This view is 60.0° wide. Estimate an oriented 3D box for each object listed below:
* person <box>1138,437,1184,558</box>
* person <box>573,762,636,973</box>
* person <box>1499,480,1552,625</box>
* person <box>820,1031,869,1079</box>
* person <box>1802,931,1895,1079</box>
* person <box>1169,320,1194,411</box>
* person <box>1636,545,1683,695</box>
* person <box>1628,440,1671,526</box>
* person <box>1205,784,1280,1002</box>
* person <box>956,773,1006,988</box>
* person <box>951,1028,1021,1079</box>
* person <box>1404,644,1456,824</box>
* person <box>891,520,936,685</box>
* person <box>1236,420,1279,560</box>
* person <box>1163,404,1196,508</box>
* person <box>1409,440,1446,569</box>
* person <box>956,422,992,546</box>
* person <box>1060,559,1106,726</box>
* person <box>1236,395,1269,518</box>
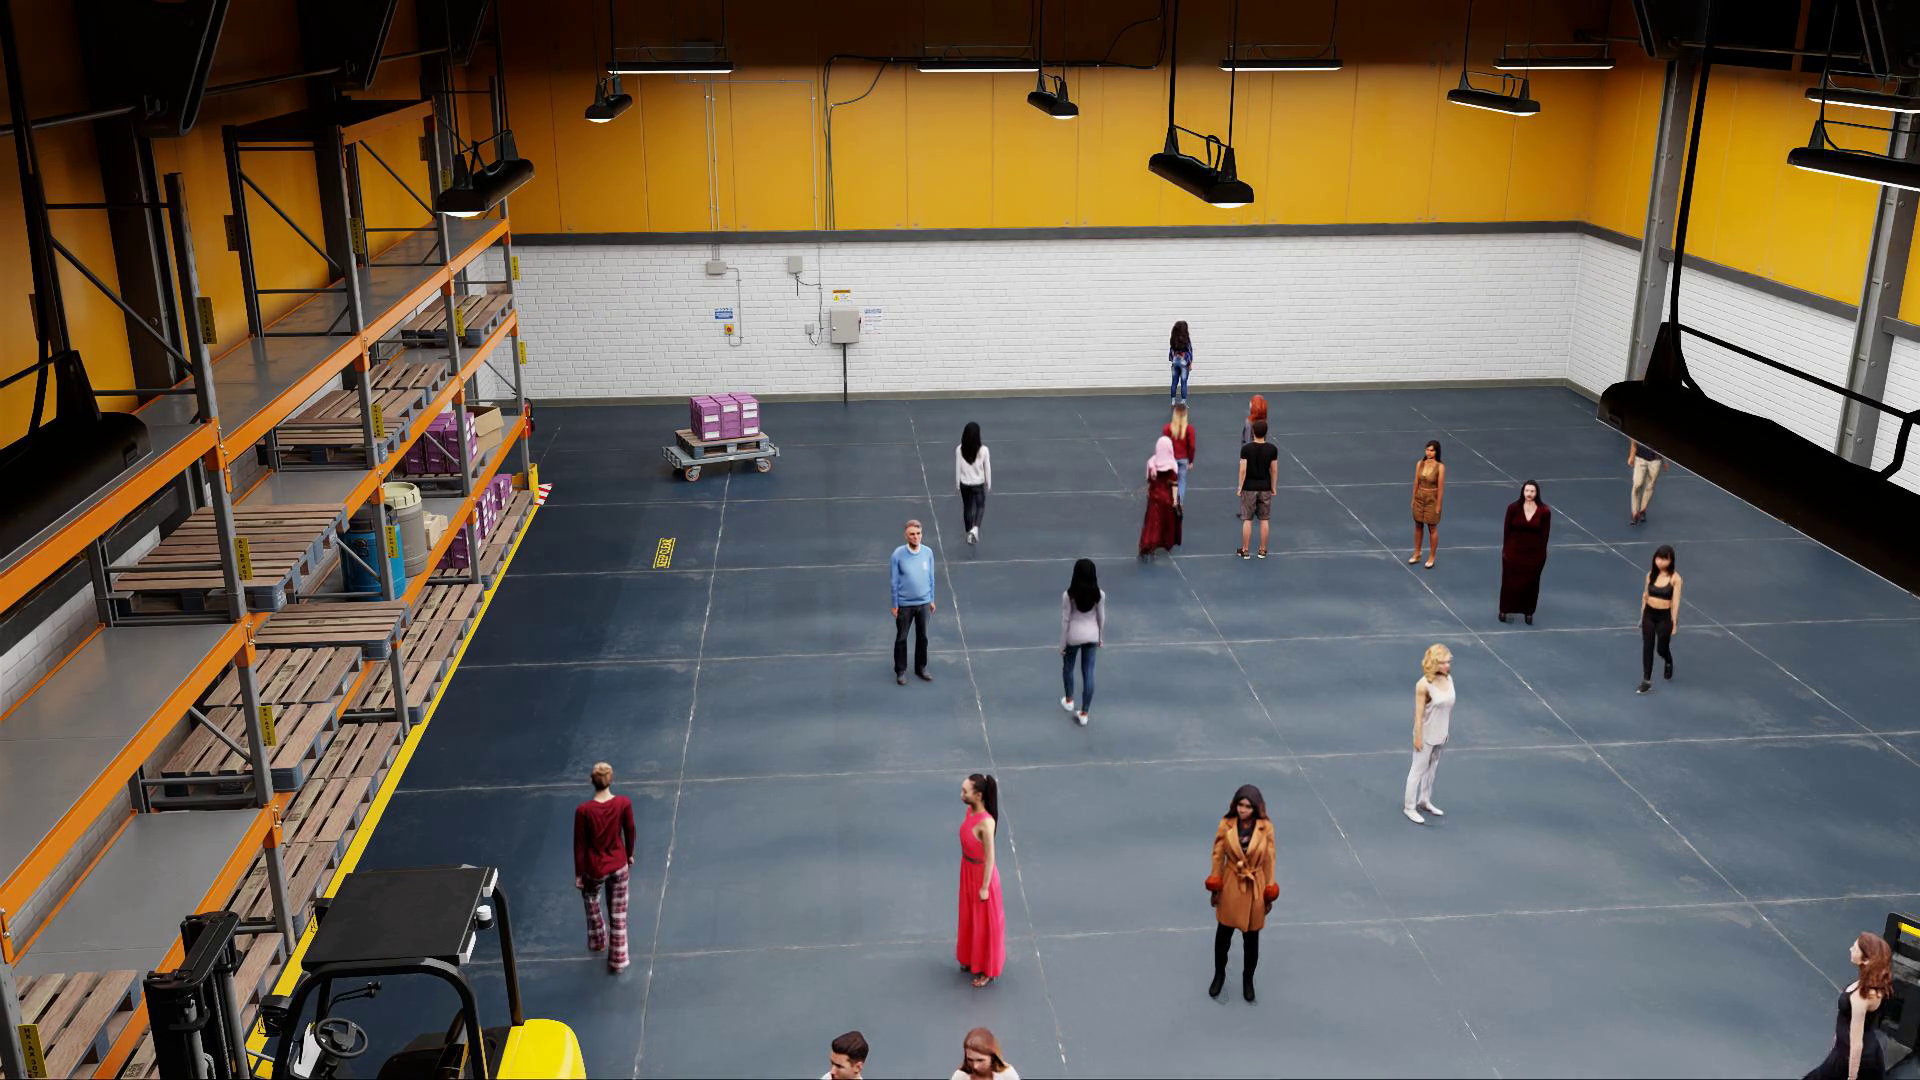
[{"bbox_3d":[2.605,-0.531,21.700,1.015,1.605,1.143,11,22,30],"label":"person"},{"bbox_3d":[-2.663,2.496,12.585,0.800,1.686,0.863,-9,21,-25],"label":"person"},{"bbox_3d":[6.618,0.132,19.495,0.760,1.756,0.759,6,20,18],"label":"person"},{"bbox_3d":[-0.604,3.539,9.227,0.749,1.852,0.796,14,23,35],"label":"person"},{"bbox_3d":[5.641,3.263,10.292,1.193,1.696,1.146,15,24,37],"label":"person"},{"bbox_3d":[3.882,-3.080,29.265,0.695,1.607,0.743,13,23,34],"label":"person"},{"bbox_3d":[7.450,0.819,17.646,0.884,1.634,0.848,-18,25,-42],"label":"person"},{"bbox_3d":[9.589,-1.149,23.167,0.876,1.840,1.021,6,19,17],"label":"person"},{"bbox_3d":[2.076,2.591,12.247,0.765,1.722,0.713,4,19,13],"label":"person"},{"bbox_3d":[0.142,2.528,12.428,0.740,1.725,0.603,-7,20,-21],"label":"person"},{"bbox_3d":[0.178,3.501,9.671,0.566,1.641,1.133,-1,19,-4],"label":"person"},{"bbox_3d":[4.228,1.709,14.947,0.689,1.669,0.706,-13,23,-34],"label":"person"},{"bbox_3d":[-0.510,0.634,17.903,0.711,1.820,0.657,-7,20,-19],"label":"person"},{"bbox_3d":[3.872,-0.669,21.707,0.663,1.862,0.569,-1,19,-3],"label":"person"},{"bbox_3d":[3.047,-1.089,23.341,0.689,1.615,0.805,1,19,4],"label":"person"},{"bbox_3d":[6.030,-0.479,21.419,0.701,1.685,0.617,-16,24,-40],"label":"person"},{"bbox_3d":[0.153,-0.721,22.137,0.752,1.687,0.949,3,19,9],"label":"person"},{"bbox_3d":[1.257,1.055,16.811,0.667,1.719,0.799,-3,19,-9],"label":"person"},{"bbox_3d":[4.124,-1.175,23.340,0.655,1.780,0.685,-15,24,-38],"label":"person"}]
